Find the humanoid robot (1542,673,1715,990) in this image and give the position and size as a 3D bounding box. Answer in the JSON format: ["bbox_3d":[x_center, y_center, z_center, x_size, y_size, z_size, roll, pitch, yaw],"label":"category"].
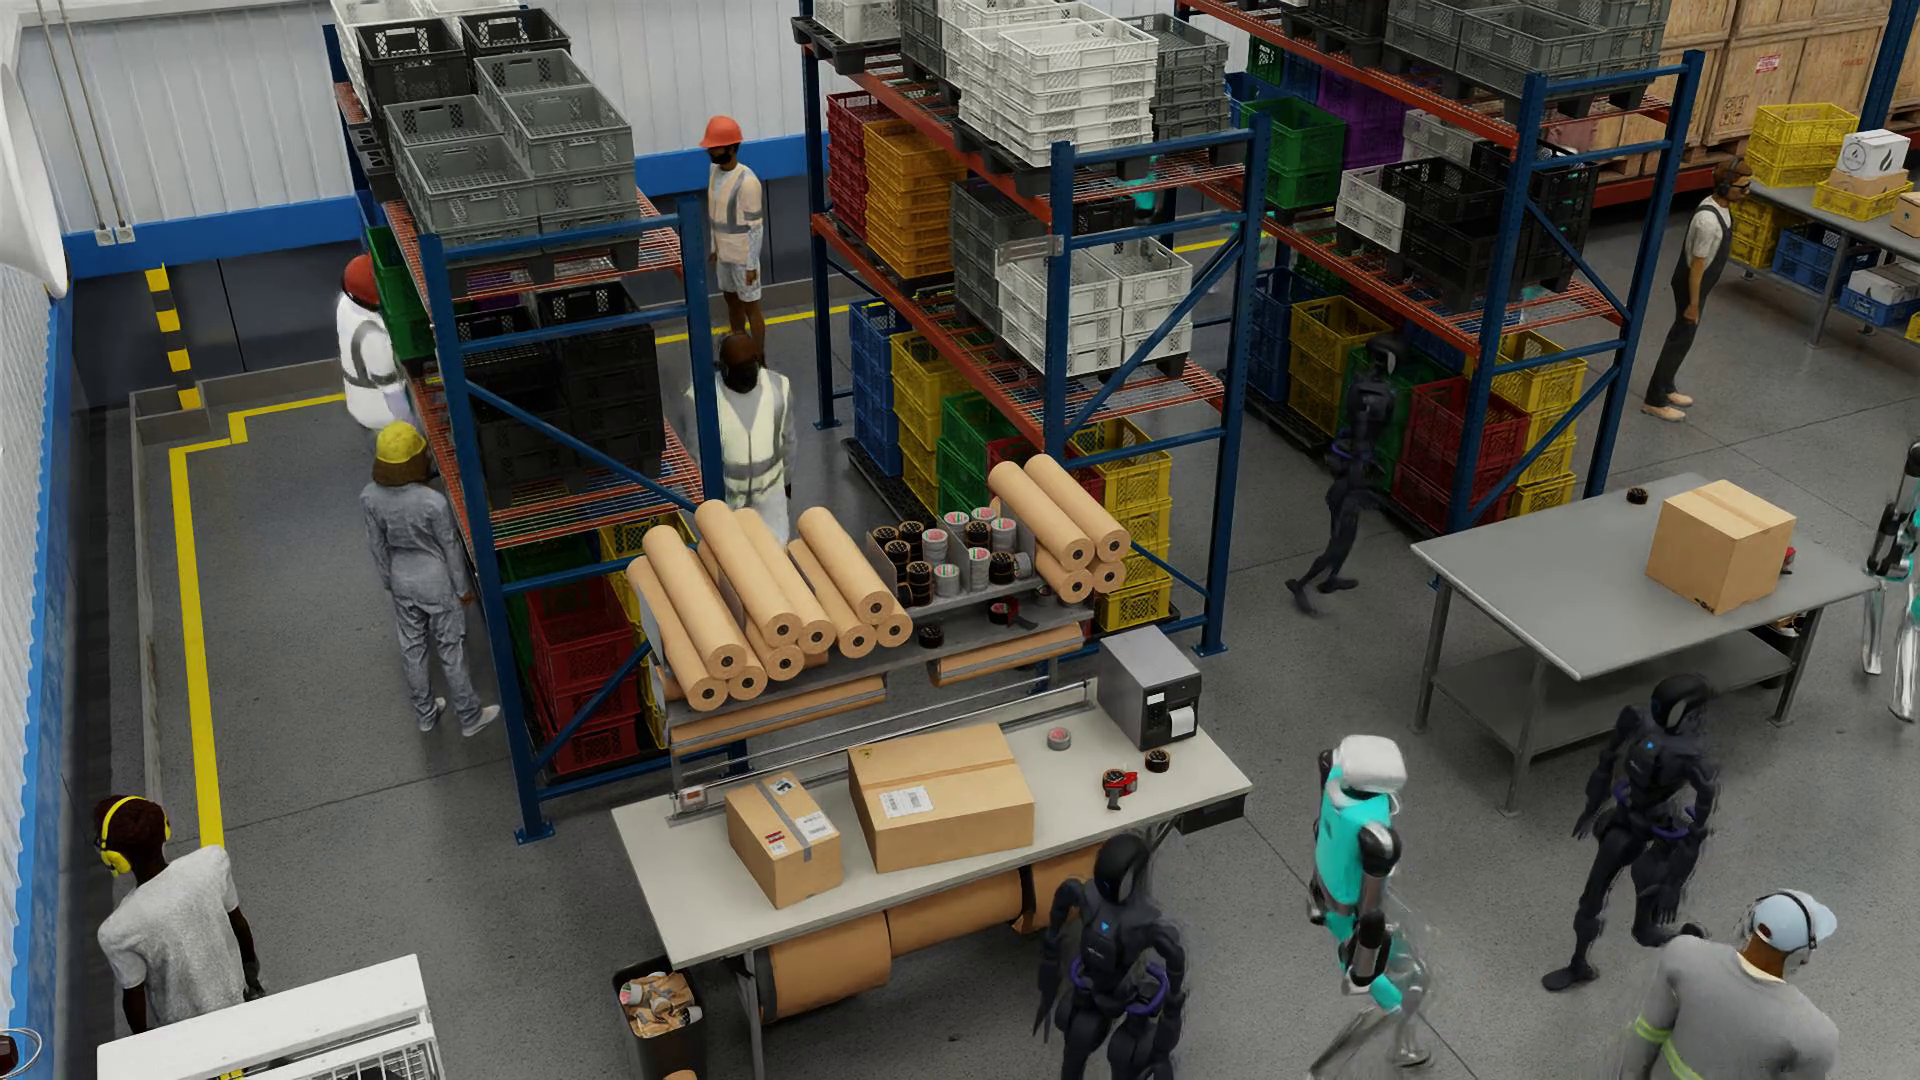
[{"bbox_3d":[2.817,1.172,6.732,0.632,1.635,0.589,-13,34,-20],"label":"humanoid robot"}]

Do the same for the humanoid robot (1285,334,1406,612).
[{"bbox_3d":[2.143,-0.384,9.257,0.450,1.647,0.607,12,34,19],"label":"humanoid robot"}]

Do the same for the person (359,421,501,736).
[{"bbox_3d":[-2.641,0.202,8.234,0.483,1.744,0.298,8,33,13],"label":"person"}]

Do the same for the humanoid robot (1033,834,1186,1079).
[{"bbox_3d":[0.520,1.693,5.876,0.588,1.651,0.330,19,36,28],"label":"humanoid robot"}]

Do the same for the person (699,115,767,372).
[{"bbox_3d":[-1.592,-2.023,11.664,0.361,1.939,0.542,-24,39,-33],"label":"person"}]

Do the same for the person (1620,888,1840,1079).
[{"bbox_3d":[2.414,1.891,5.446,0.978,1.801,0.597,-20,37,-29],"label":"person"}]

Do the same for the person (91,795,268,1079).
[{"bbox_3d":[-2.663,1.629,5.815,0.338,1.858,0.515,17,36,26],"label":"person"}]

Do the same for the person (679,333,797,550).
[{"bbox_3d":[-1.126,-0.224,8.876,0.629,1.804,0.913,-10,33,-16],"label":"person"}]

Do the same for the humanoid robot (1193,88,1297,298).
[{"bbox_3d":[2.298,-2.582,12.801,1.042,1.755,0.554,13,34,20],"label":"humanoid robot"}]

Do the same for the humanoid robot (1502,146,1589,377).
[{"bbox_3d":[4.009,-1.950,11.789,0.546,1.837,0.694,-5,32,-9],"label":"humanoid robot"}]

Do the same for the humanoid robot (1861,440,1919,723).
[{"bbox_3d":[4.890,0.066,8.453,0.544,1.732,0.973,10,33,16],"label":"humanoid robot"}]

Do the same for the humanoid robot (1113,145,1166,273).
[{"bbox_3d":[1.151,-2.129,12.022,0.951,1.739,0.548,-17,35,-25],"label":"humanoid robot"}]

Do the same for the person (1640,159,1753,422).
[{"bbox_3d":[4.964,-1.680,11.211,0.332,1.837,0.506,15,35,23],"label":"person"}]

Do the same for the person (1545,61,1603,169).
[{"bbox_3d":[5.006,-3.144,13.657,0.522,1.761,0.336,-16,35,-24],"label":"person"}]

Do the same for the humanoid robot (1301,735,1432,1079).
[{"bbox_3d":[1.679,1.449,6.251,0.815,1.788,0.573,-5,32,-7],"label":"humanoid robot"}]

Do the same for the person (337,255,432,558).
[{"bbox_3d":[-3.310,-0.725,9.522,0.404,1.987,0.667,-23,38,-32],"label":"person"}]
